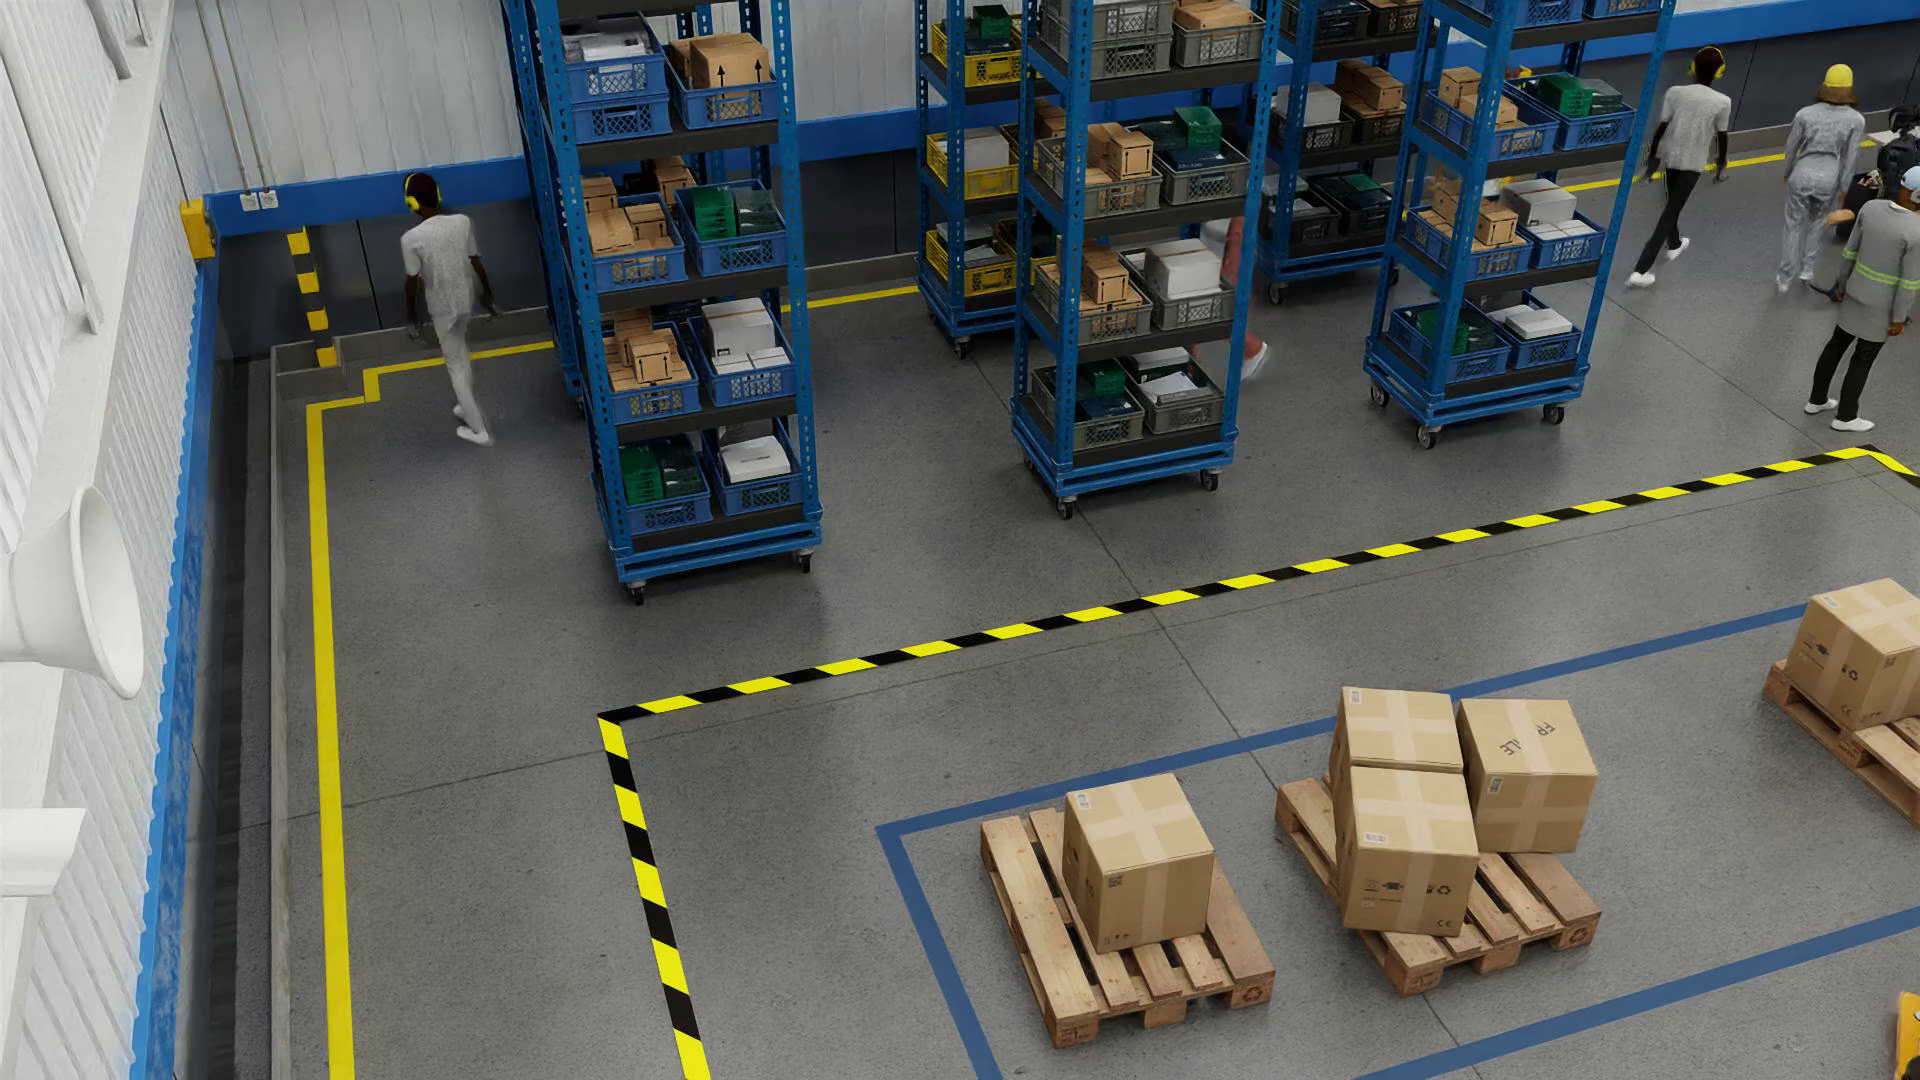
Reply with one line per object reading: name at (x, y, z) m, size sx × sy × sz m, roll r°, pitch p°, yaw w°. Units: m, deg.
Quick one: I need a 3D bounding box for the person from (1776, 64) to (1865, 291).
person at (6.515, -2.757, 12.703) m, size 0.494 × 1.718 × 0.499 m, roll 11°, pitch 37°, yaw 16°

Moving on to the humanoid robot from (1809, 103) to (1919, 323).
humanoid robot at (6.890, -2.410, 12.298) m, size 0.753 × 1.629 × 0.613 m, roll 25°, pitch 42°, yaw 31°

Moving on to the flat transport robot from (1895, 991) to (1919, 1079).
flat transport robot at (4.628, 2.296, 6.775) m, size 1.431 × 0.197 × 0.652 m, roll 16°, pitch 38°, yaw 21°

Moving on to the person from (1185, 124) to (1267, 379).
person at (1.742, -1.914, 11.352) m, size 0.737 × 1.899 × 0.612 m, roll -15°, pitch 38°, yaw -20°

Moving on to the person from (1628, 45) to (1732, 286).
person at (5.582, -2.893, 12.821) m, size 1.022 × 1.811 × 0.523 m, roll -27°, pitch 43°, yaw -33°

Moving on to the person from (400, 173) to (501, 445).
person at (-3.347, -1.516, 10.854) m, size 0.677 × 1.827 × 0.595 m, roll 28°, pitch 44°, yaw 34°

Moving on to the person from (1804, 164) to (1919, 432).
person at (6.031, -1.595, 10.947) m, size 0.405 × 1.848 × 0.589 m, roll -11°, pitch 37°, yaw -15°

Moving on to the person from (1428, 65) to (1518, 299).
person at (3.877, -2.722, 12.588) m, size 0.576 × 1.794 × 0.986 m, roll 30°, pitch 45°, yaw 35°
